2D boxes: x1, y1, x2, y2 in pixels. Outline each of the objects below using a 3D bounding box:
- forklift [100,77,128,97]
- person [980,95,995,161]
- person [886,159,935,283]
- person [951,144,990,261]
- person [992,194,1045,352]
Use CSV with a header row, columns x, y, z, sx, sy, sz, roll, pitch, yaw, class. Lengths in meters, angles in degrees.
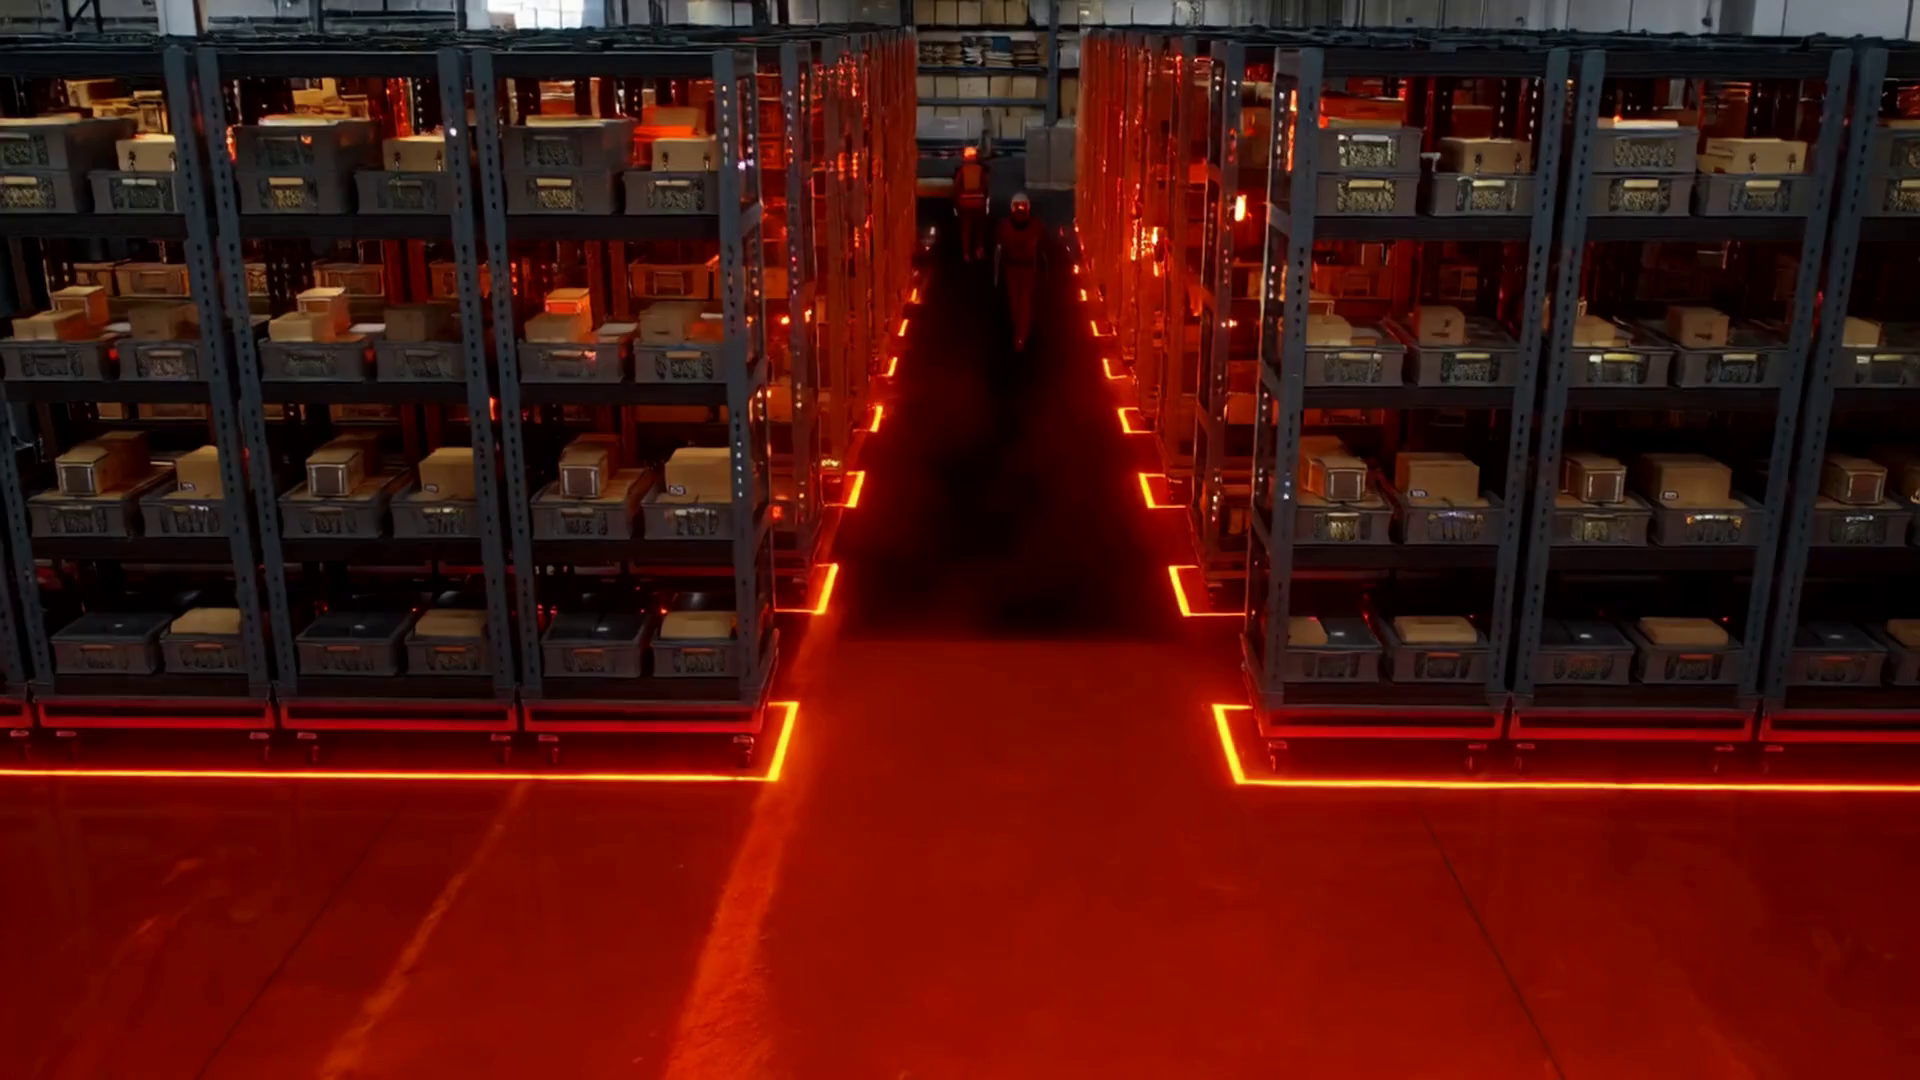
x,y,z,sx,sy,sz,roll,pitch,yaw,class
-21.804,-11.148,43.166,1.873,2.768,1.129,0,17,1,forklift
0.724,-11.135,44.972,0.388,1.751,0.541,0,17,-1,person
-0.822,-4.661,24.110,0.805,1.903,0.639,-2,18,-7,person
0.161,-5.355,26.442,0.619,1.818,0.497,-2,18,-8,person
0.691,-3.153,19.481,0.593,1.797,0.992,3,18,10,person
